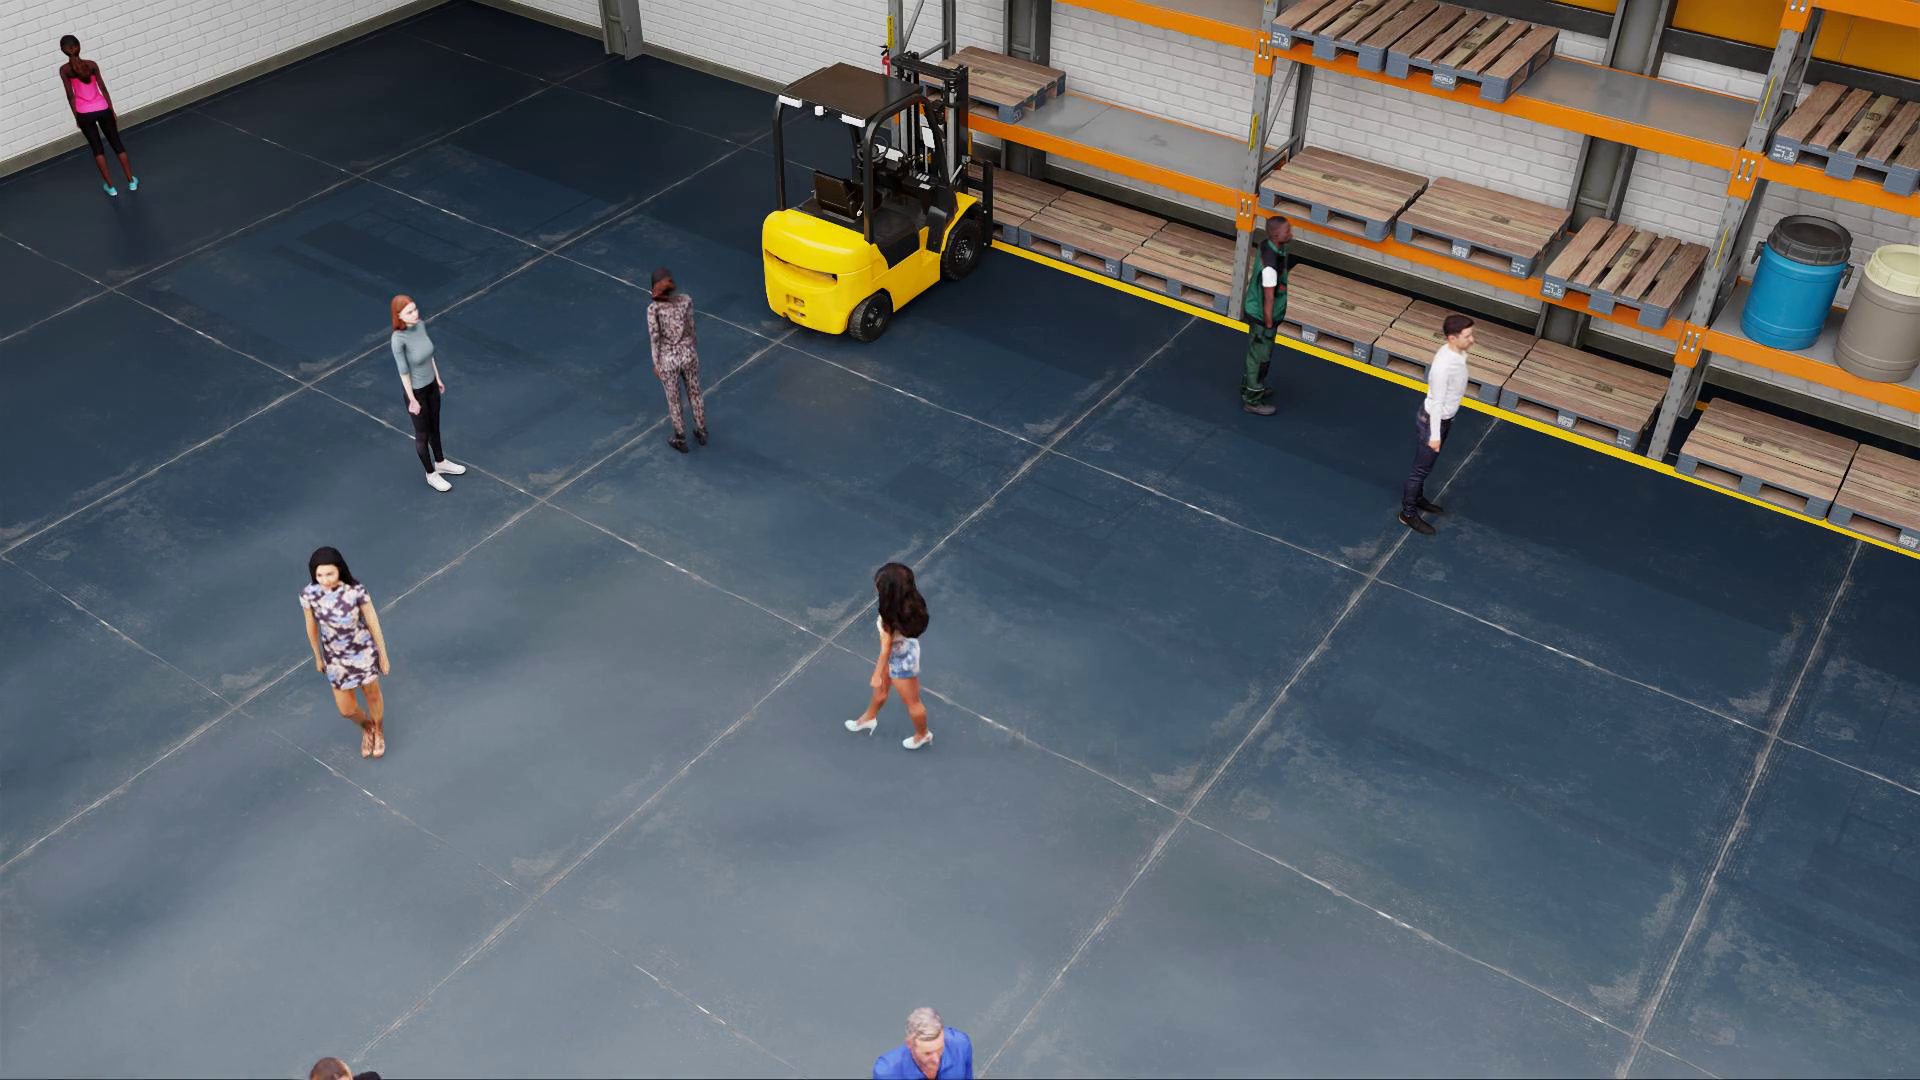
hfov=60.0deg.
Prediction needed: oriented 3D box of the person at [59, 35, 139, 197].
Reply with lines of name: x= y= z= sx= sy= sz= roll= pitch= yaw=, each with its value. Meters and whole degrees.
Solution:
person: x=-9.100 y=-4.473 z=17.485 sx=0.636 sy=1.723 sz=0.660 roll=-21 pitch=43 yaw=-24

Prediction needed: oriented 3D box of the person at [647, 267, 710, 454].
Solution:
person: x=-2.338 y=-1.489 z=13.755 sx=0.640 sy=1.714 sz=0.643 roll=-22 pitch=43 yaw=-25

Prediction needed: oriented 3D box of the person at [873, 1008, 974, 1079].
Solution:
person: x=-0.180 y=2.892 z=8.179 sx=0.788 sy=1.827 sz=0.738 roll=-19 pitch=42 yaw=-22

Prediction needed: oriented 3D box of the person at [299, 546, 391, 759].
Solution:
person: x=-4.017 y=0.706 z=10.998 sx=0.731 sy=1.725 sz=0.779 roll=-9 pitch=39 yaw=-11

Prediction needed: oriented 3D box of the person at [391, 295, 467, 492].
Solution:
person: x=-4.325 y=-1.202 z=13.372 sx=0.634 sy=1.743 sz=0.649 roll=11 pitch=40 yaw=14

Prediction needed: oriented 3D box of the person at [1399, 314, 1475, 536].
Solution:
person: x=3.700 y=-0.945 z=12.950 sx=0.616 sy=1.868 sz=0.635 roll=19 pitch=42 yaw=22

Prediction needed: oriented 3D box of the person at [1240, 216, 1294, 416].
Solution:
person: x=2.606 y=-1.936 z=14.214 sx=0.792 sy=1.840 sz=0.784 roll=3 pitch=39 yaw=3

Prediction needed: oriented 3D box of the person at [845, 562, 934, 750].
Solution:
person: x=-0.319 y=0.808 z=10.967 sx=0.951 sy=1.604 sz=0.820 roll=3 pitch=39 yaw=4

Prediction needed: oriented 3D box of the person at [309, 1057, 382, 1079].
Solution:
person: x=-2.967 y=3.020 z=8.149 sx=0.579 sy=1.664 sz=0.625 roll=30 pitch=47 yaw=32
